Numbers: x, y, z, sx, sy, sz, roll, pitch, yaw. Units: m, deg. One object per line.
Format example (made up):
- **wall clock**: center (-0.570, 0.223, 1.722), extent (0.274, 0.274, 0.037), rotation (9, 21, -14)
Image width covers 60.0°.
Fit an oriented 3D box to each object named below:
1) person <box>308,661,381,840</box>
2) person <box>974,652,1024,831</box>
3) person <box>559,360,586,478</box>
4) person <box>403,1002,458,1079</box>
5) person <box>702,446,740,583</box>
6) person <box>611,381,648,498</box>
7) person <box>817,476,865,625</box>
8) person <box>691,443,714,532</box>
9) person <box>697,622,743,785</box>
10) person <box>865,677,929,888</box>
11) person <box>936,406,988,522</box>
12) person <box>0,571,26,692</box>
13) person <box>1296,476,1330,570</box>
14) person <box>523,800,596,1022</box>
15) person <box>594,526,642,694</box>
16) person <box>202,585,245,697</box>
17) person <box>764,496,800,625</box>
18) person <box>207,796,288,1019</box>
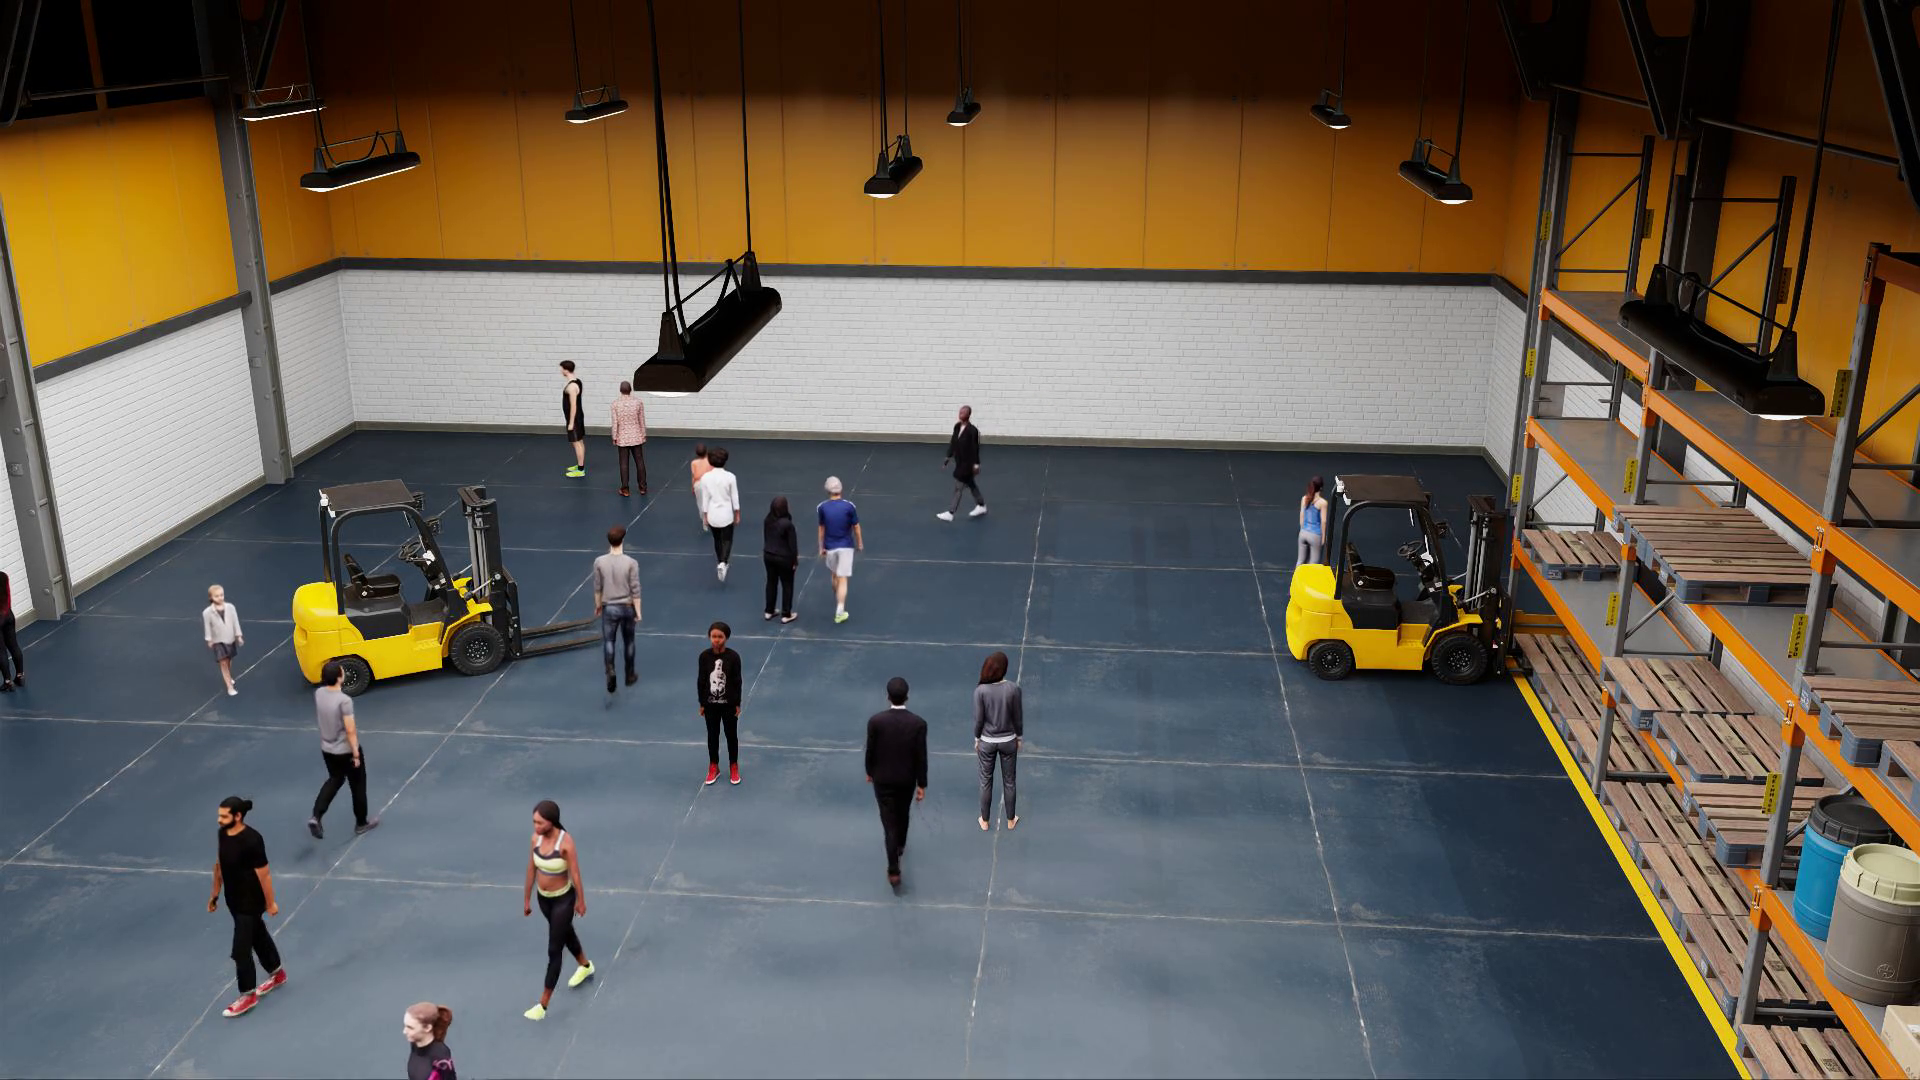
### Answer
- **person**: center (-5.767, 1.960, 15.317), extent (0.805, 1.740, 1.013), rotation (8, 20, 23)
- **person**: center (0.355, 1.870, 15.538), extent (0.645, 1.768, 0.565), rotation (-1, 19, -3)
- **person**: center (-6.200, -1.969, 26.745), extent (0.782, 1.891, 0.580), rotation (-2, 19, -5)
- **person**: center (-3.189, 3.629, 10.422), extent (1.151, 1.701, 1.057), rotation (-17, 25, -41)
- **person**: center (-3.180, -0.319, 22.010), extent (0.689, 1.788, 1.052), rotation (0, 19, 0)
- **person**: center (-5.108, -1.576, 25.708), extent (0.768, 1.808, 0.759), rotation (-7, 20, -21)
- **person**: center (-1.521, 0.176, 20.620), extent (0.726, 1.737, 1.132), rotation (4, 19, 11)
- **person**: center (-3.718, -0.752, 24.062), extent (0.509, 1.297, 0.763), rotation (0, 19, 0)
- **person**: center (-2.373, 1.604, 16.483), extent (0.611, 1.670, 0.578), rotation (0, 19, -1)
- **person**: center (-0.579, 2.143, 14.613), extent (0.852, 1.842, 1.239), rotation (-1, 19, -4)
- **person**: center (0.158, -1.128, 24.533), extent (1.148, 1.710, 1.173), rotation (-12, 22, -31)
- **person**: center (-10.755, 0.888, 18.629), extent (0.692, 1.656, 0.527), rotation (6, 20, 18)
- **person**: center (4.543, -0.044, 21.481), extent (0.709, 1.603, 0.646), rotation (-15, 24, -37)
- **person**: center (-3.077, 2.786, 12.924), extent (0.878, 1.702, 1.215), rotation (9, 20, 24)
- **person**: center (-3.828, 0.804, 18.518), extent (0.770, 1.888, 1.030), rotation (-1, 19, -2)
- **person**: center (-8.283, 1.094, 18.660), extent (0.872, 1.246, 0.908), rotation (-17, 25, -41)
- **person**: center (-2.236, 0.240, 20.626), extent (0.753, 1.610, 0.770), rotation (11, 21, 29)
- **person**: center (-5.478, 2.761, 12.940), extent (0.879, 1.739, 0.973), rotation (15, 24, 37)
